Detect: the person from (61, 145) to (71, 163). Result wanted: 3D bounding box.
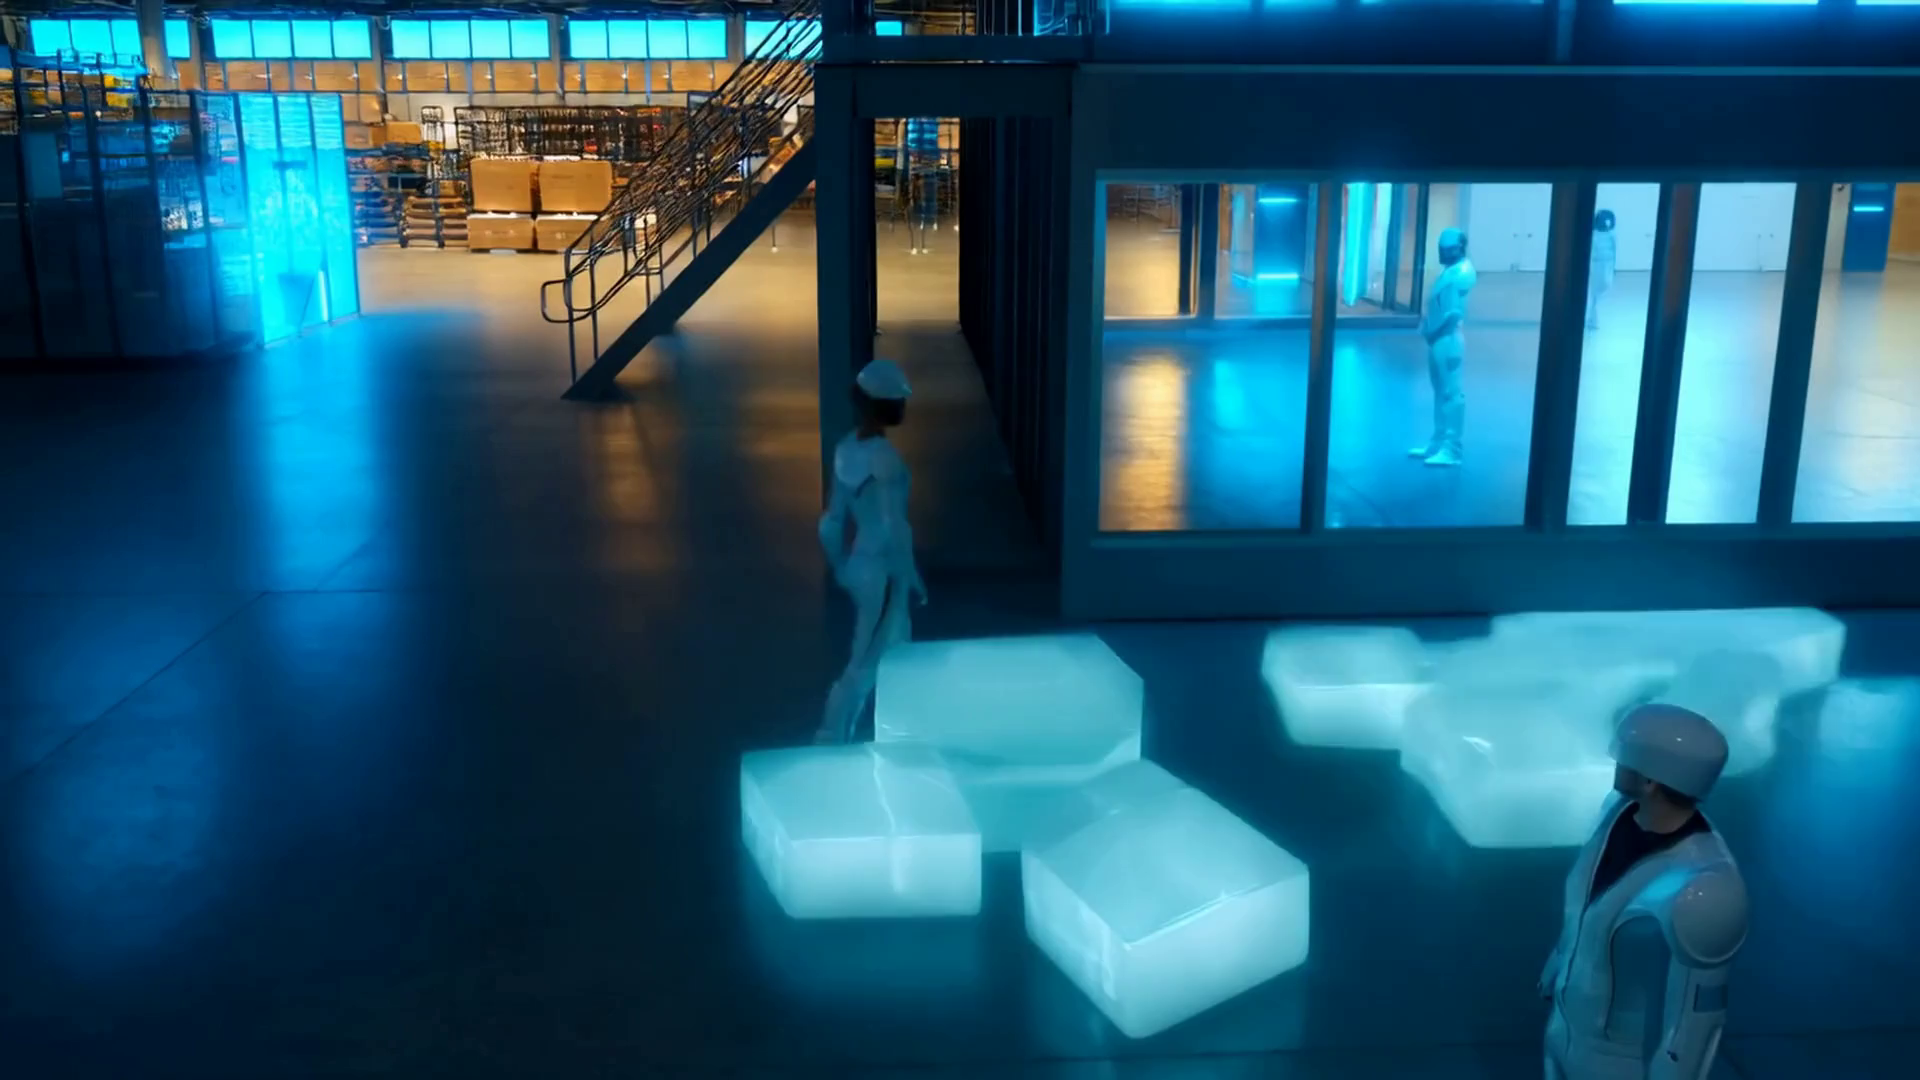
[{"bbox_3d":[-40.372,-16.923,75.114,0.403,1.825,0.586,-1,14,-2],"label":"person"}]

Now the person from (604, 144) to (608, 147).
[{"bbox_3d":[-17.910,-19.257,84.411,0.390,1.839,0.564,-1,14,-2],"label":"person"}]

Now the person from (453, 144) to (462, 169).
[{"bbox_3d":[-26.034,-19.619,86.133,0.907,1.696,0.584,-10,17,-36],"label":"person"}]

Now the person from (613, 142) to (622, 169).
[{"bbox_3d":[-15.785,-17.334,76.589,0.409,1.909,0.640,-1,14,-2],"label":"person"}]

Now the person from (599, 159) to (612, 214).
[{"bbox_3d":[-10.185,-10.046,47.759,0.320,1.763,0.522,-1,14,-2],"label":"person"}]

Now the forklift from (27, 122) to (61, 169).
[{"bbox_3d":[-35.376,-14.773,64.377,1.129,2.768,1.873,-1,14,-2],"label":"forklift"}]

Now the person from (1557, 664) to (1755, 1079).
[{"bbox_3d":[1.389,1.076,3.435,0.319,1.696,0.532,-1,14,-2],"label":"person"}]

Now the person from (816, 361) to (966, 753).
[{"bbox_3d":[-0.286,0.070,7.372,0.870,1.723,0.553,-7,16,-27],"label":"person"}]

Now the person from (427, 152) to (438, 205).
[{"bbox_3d":[-17.106,-11.651,53.966,0.329,1.865,0.508,-1,14,-2],"label":"person"}]

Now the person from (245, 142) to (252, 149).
[{"bbox_3d":[-36.752,-19.645,85.836,0.409,1.904,0.640,-1,14,-2],"label":"person"}]
